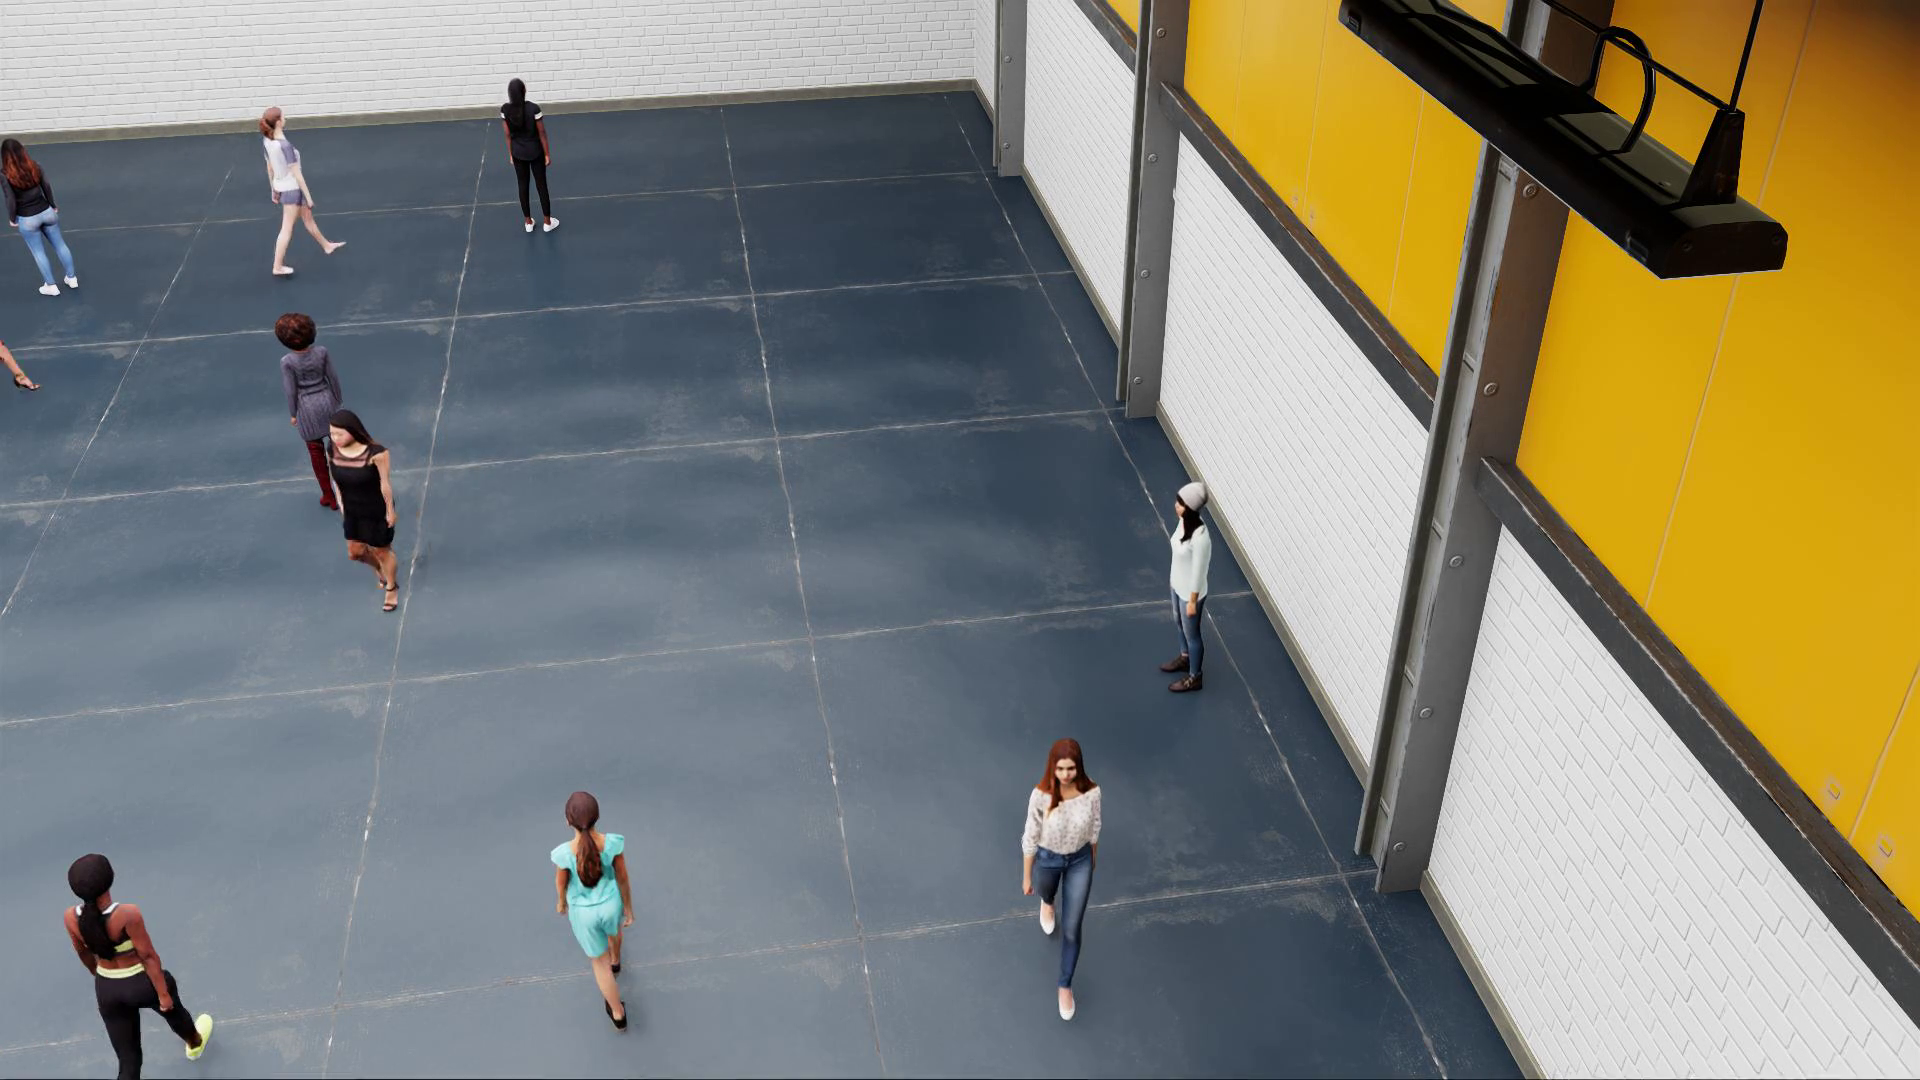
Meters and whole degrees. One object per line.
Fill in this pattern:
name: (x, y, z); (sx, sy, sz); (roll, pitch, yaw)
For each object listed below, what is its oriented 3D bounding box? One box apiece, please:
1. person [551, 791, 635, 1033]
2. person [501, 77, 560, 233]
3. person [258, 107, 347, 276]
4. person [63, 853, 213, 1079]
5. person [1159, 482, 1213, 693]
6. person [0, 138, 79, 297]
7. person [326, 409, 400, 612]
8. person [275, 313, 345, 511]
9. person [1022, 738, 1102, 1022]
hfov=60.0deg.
person: (-1.944, 2.037, 8.981); (0.695, 1.533, 0.946); (-15, 37, -22)
person: (-4.731, -4.227, 18.229); (0.660, 1.728, 0.653); (1, 34, 2)
person: (-7.027, -3.575, 17.261); (1.123, 1.714, 1.155); (23, 40, 30)
person: (-4.197, 2.348, 8.356); (0.652, 1.706, 1.146); (-2, 34, -3)
person: (1.583, 0.312, 11.477); (0.617, 1.643, 0.419); (-6, 34, -8)
person: (-9.402, -3.295, 16.911); (0.769, 1.633, 0.713); (22, 40, 30)
person: (-4.316, -0.250, 12.266); (0.752, 1.705, 0.795); (6, 34, 9)
person: (-5.194, -1.041, 13.452); (0.661, 1.708, 0.660); (-24, 40, -31)
person: (0.555, 1.735, 9.291); (0.711, 1.693, 1.170); (0, 34, 0)
